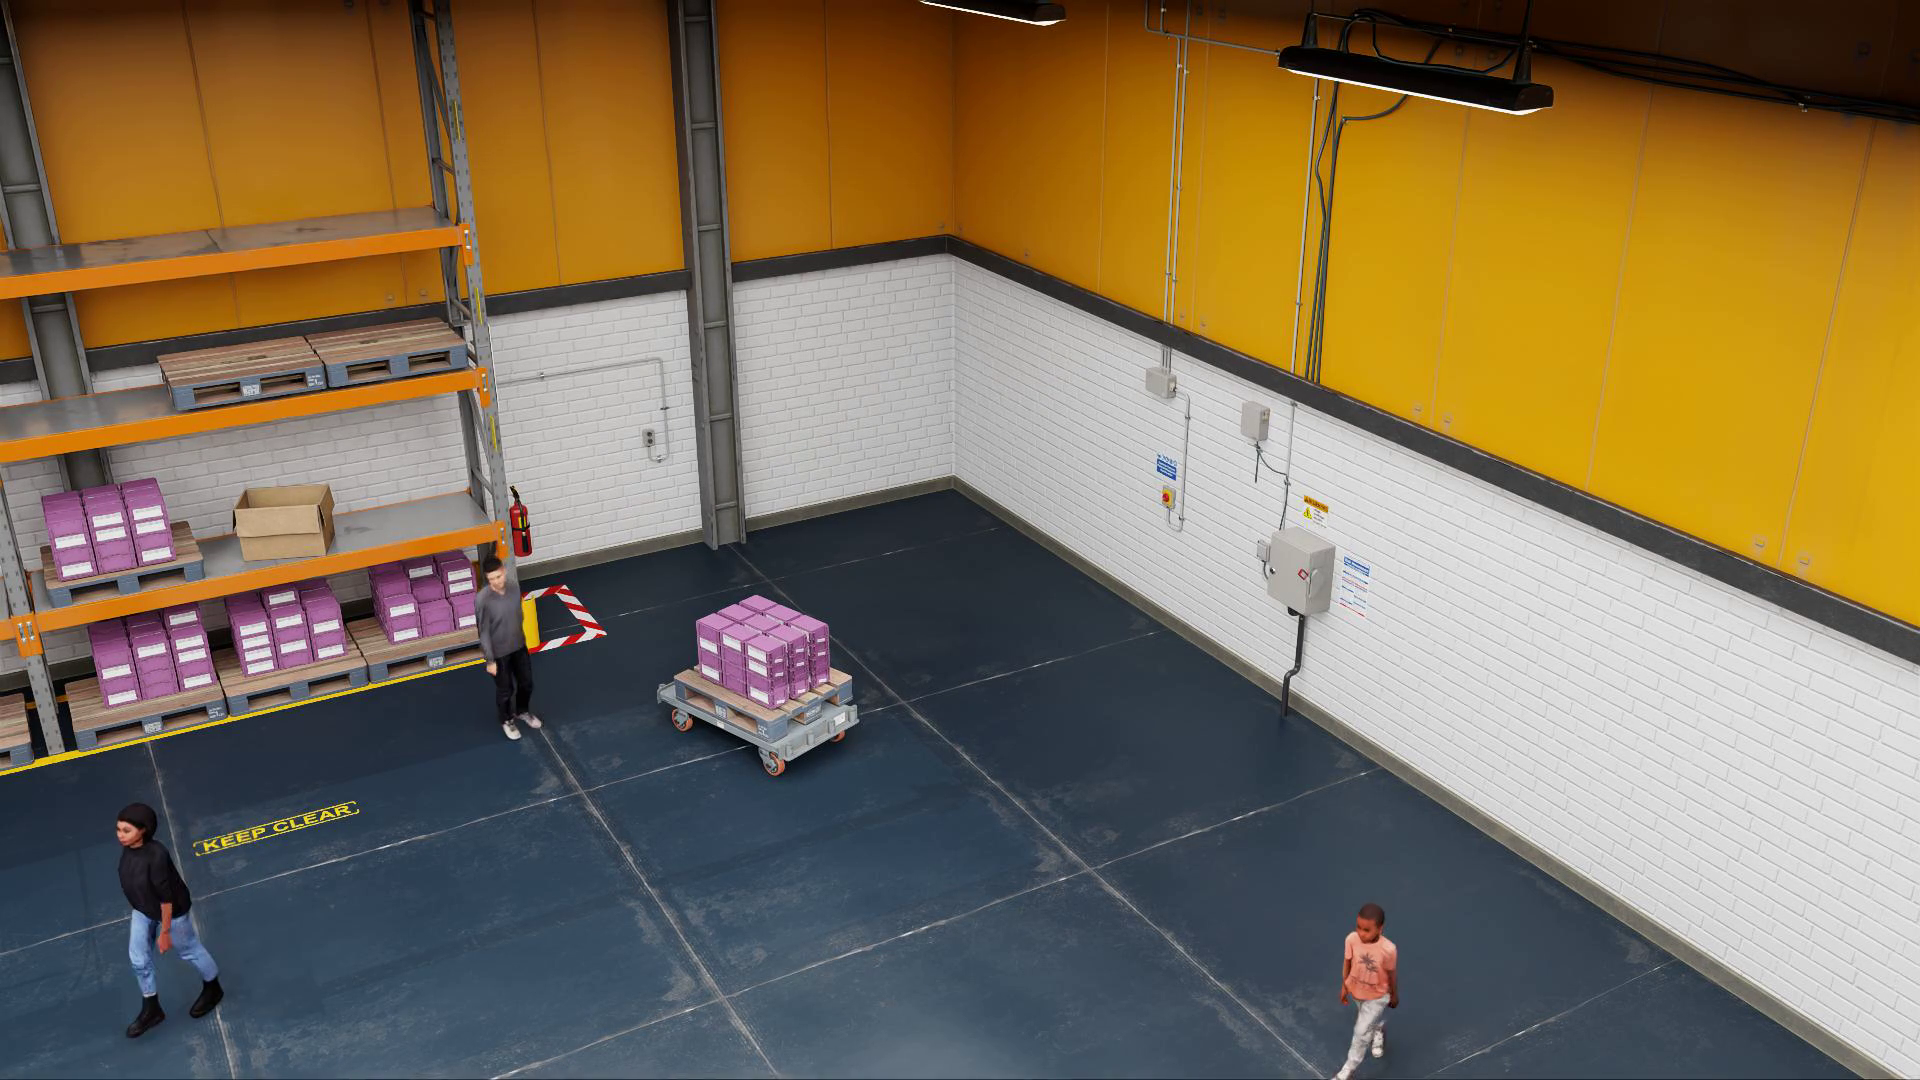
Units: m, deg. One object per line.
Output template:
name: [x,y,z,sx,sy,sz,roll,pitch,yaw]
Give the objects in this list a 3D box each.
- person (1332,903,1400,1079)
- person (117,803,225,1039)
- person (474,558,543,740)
person: [2.602,2.784,10.437,0.676,1.270,0.970,17,29,33]
person: [-5.122,2.389,10.840,0.881,1.671,0.985,11,26,24]
person: [-3.884,0.902,14.164,0.800,1.733,0.670,12,26,26]
